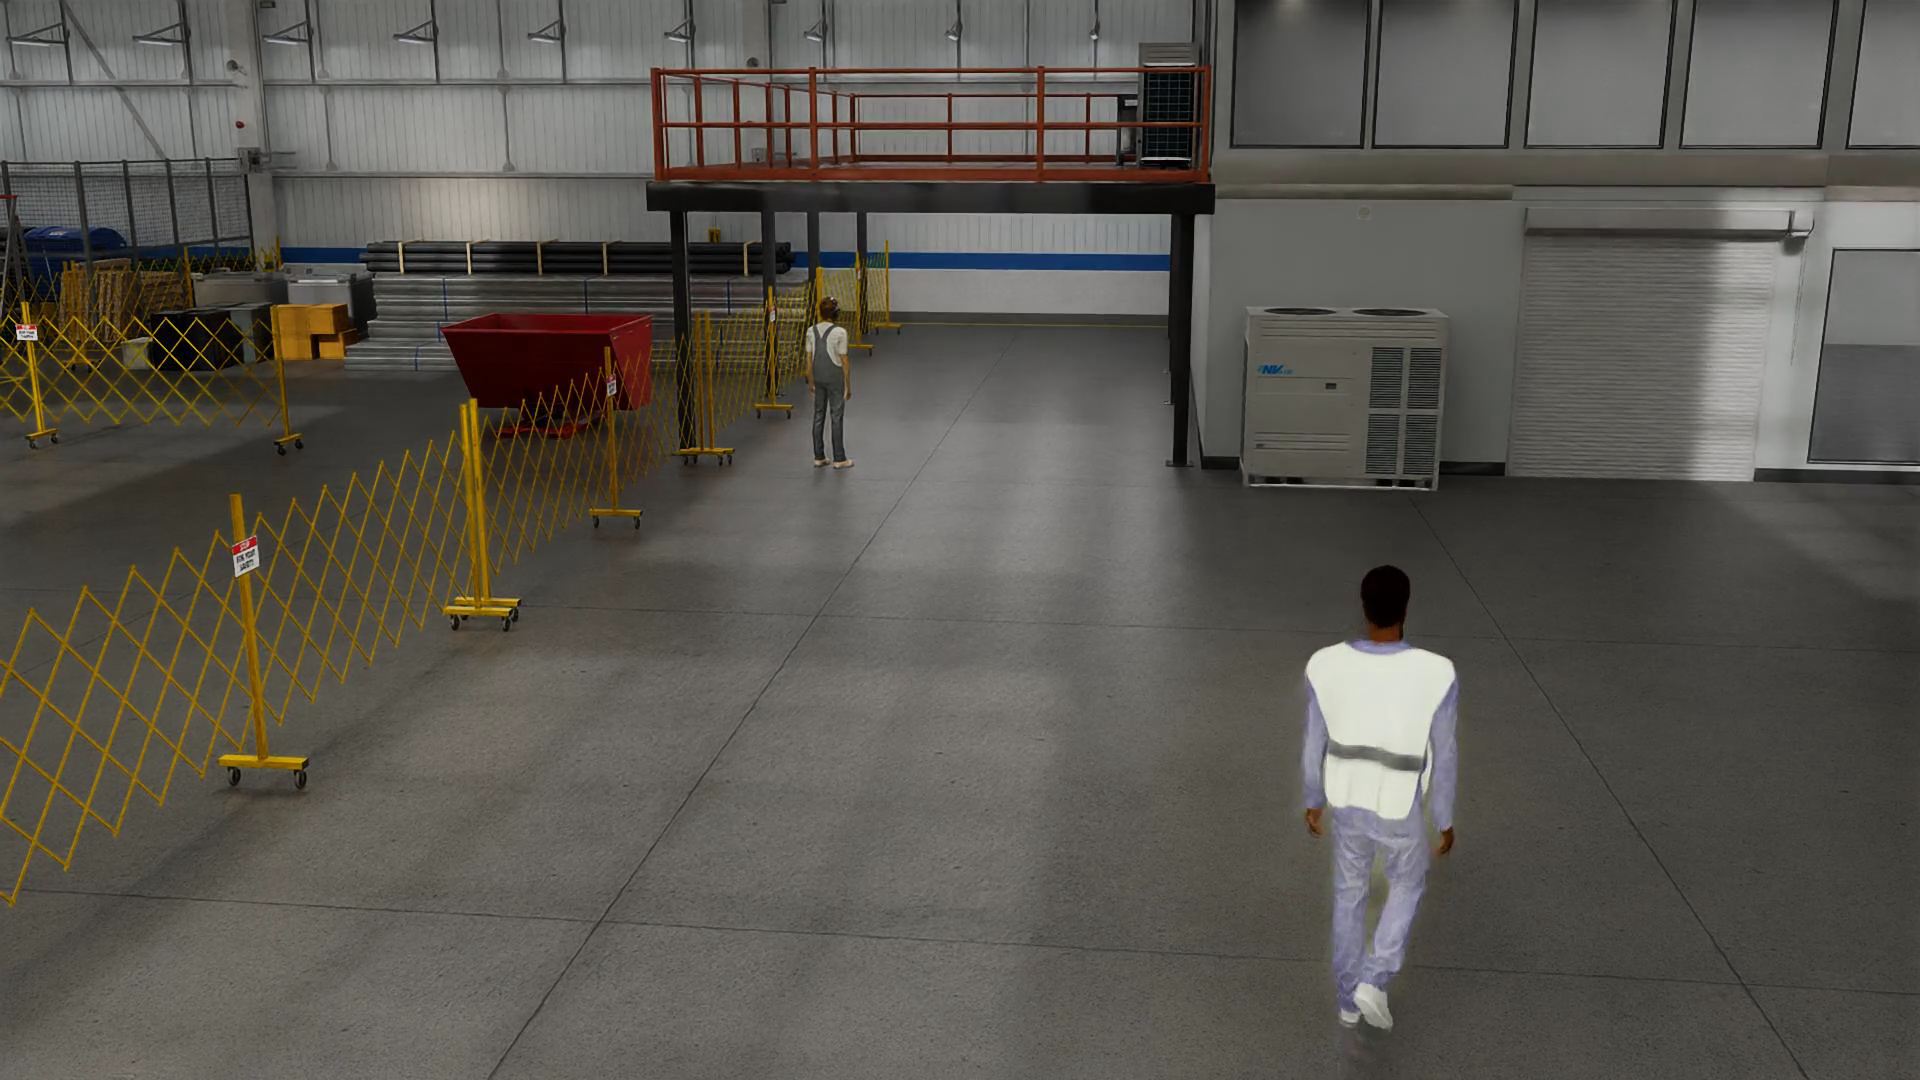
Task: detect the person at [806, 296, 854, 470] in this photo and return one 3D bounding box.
[{"bbox_3d":[-1.399,-1.676,17.795,0.508,1.844,0.336,7,15,27],"label":"person"}]

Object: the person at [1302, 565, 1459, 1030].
[{"bbox_3d":[1.640,1.040,6.577,0.618,1.900,0.475,7,15,26],"label":"person"}]
